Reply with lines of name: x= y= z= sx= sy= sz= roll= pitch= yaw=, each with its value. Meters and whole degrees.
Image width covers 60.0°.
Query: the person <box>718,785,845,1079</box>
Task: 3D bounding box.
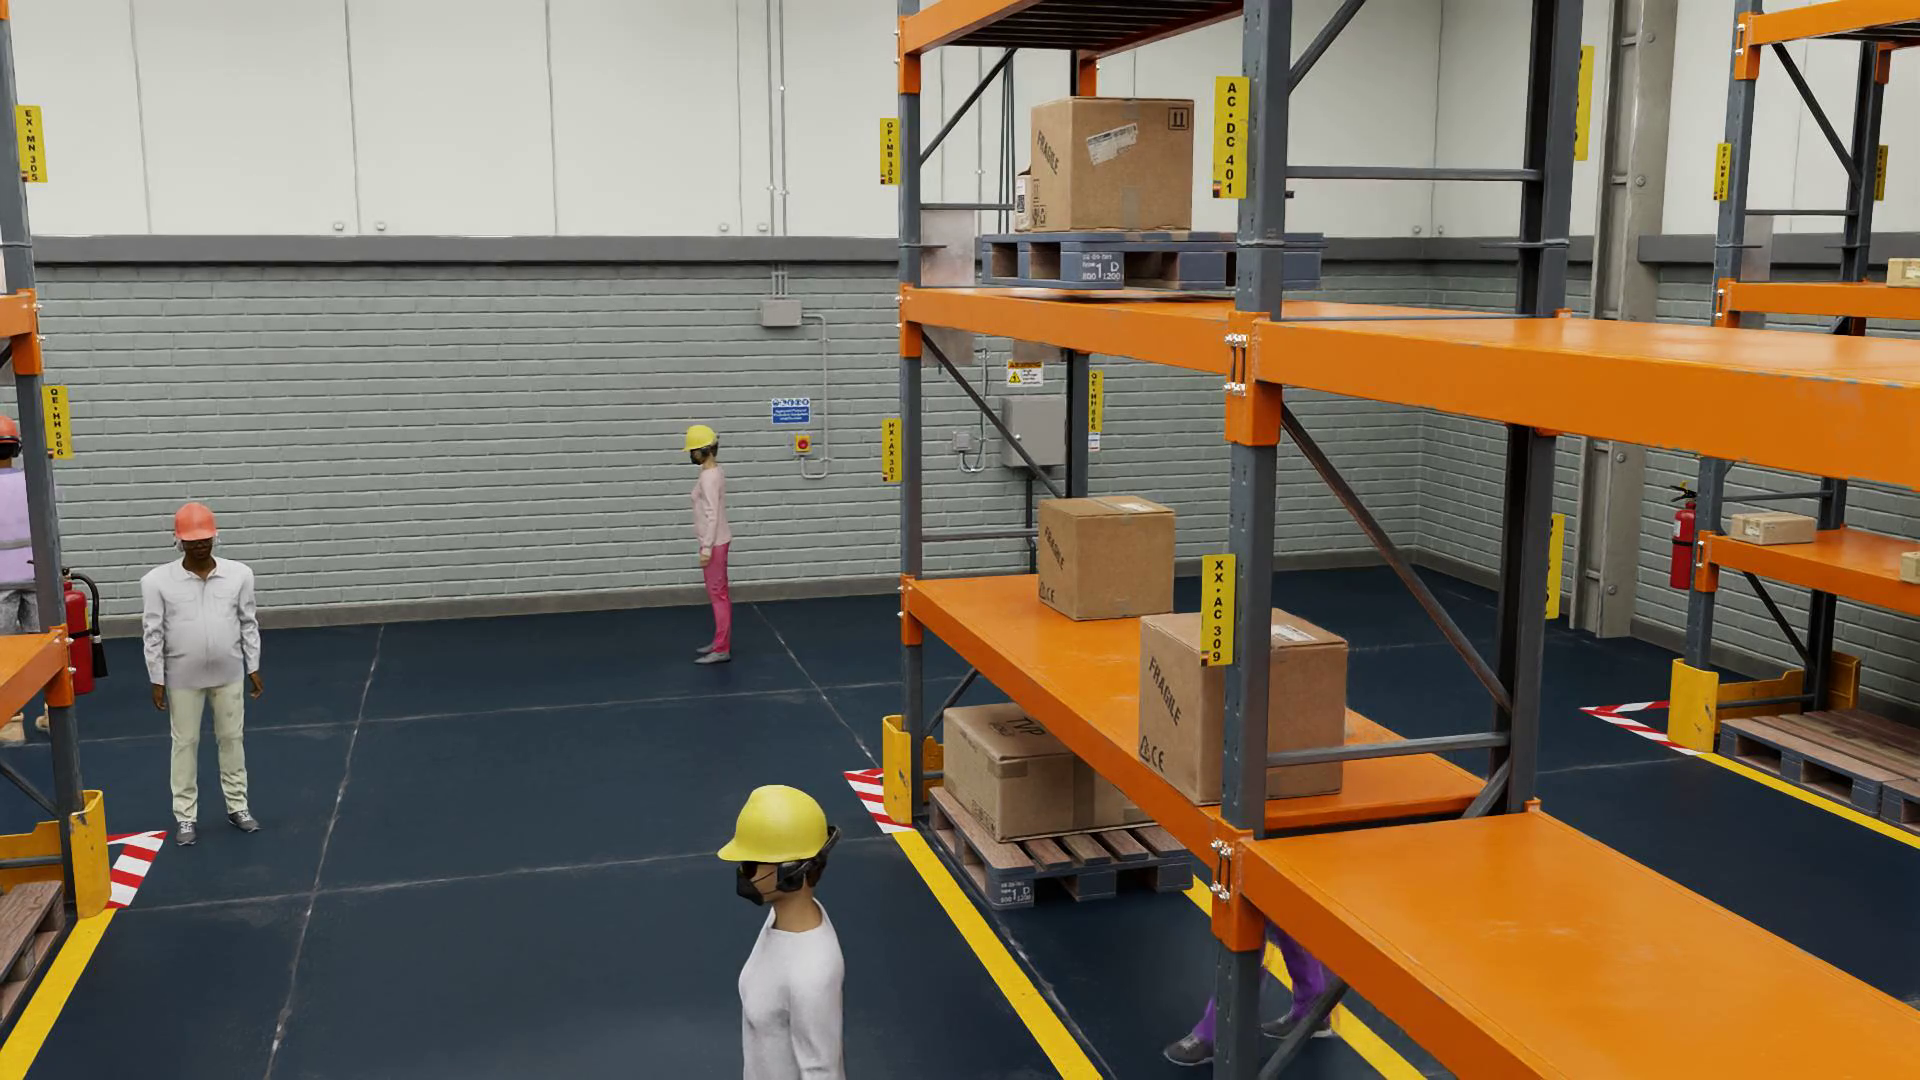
person: x=-0.417 y=1.454 z=4.072 sx=0.311 sy=1.768 sz=0.532 roll=-3 pitch=10 yaw=-15

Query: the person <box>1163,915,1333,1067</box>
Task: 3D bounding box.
person: x=1.089 y=1.117 z=6.156 sx=0.819 sy=1.694 sz=0.624 roll=-3 pitch=10 yaw=-17

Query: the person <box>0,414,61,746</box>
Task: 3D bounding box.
person: x=-5.816 y=0.241 z=10.190 sx=0.371 sy=2.044 sz=0.608 roll=6 pitch=12 yaw=31

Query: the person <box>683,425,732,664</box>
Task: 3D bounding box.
person: x=-1.844 y=0.031 z=12.199 sx=0.330 sy=1.761 sz=0.523 roll=-1 pitch=10 yaw=-3

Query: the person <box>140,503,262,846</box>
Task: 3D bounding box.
person: x=-3.878 y=0.673 z=8.551 sx=0.559 sy=1.751 sz=0.326 roll=-7 pitch=12 yaw=-36
